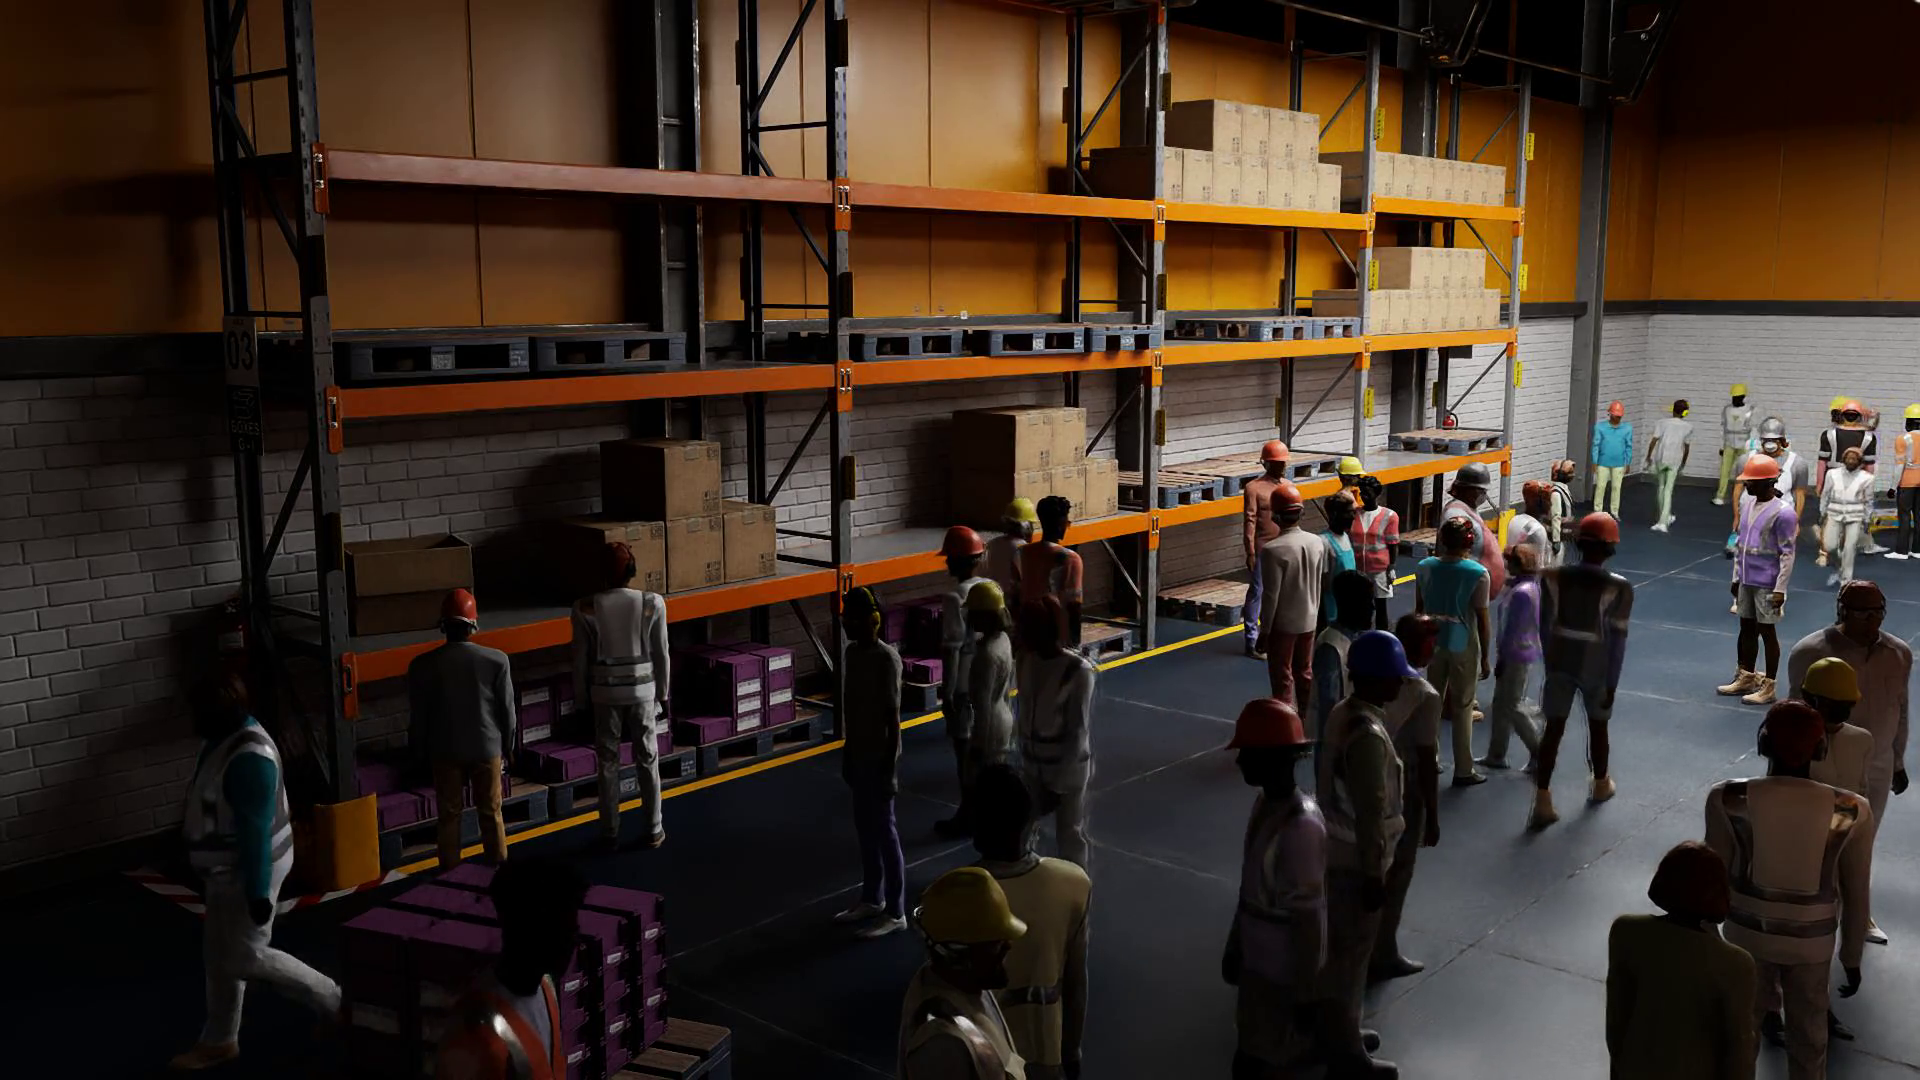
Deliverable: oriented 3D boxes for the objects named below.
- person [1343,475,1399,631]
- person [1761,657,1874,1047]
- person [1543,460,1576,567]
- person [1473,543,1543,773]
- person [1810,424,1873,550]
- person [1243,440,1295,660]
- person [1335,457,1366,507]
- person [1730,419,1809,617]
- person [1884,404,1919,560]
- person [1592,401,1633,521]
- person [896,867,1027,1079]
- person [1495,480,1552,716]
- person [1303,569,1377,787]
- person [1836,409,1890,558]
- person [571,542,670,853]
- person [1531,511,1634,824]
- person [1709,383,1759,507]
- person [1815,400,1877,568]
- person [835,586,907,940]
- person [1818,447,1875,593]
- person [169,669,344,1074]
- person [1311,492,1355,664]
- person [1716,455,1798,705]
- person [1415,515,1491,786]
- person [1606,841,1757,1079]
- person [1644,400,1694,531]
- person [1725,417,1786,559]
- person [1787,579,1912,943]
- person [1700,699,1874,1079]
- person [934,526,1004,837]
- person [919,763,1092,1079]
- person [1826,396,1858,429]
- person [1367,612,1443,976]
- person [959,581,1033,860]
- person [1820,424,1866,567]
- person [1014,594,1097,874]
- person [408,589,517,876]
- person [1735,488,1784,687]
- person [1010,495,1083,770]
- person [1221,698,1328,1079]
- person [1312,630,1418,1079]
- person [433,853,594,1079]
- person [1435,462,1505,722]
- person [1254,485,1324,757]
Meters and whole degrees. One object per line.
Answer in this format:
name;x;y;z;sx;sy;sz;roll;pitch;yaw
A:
person;3.700;0.254;15.071;0.537;1.694;0.320;5;10;31
person;3.859;1.392;7.487;0.525;1.769;0.315;-2;9;-13
person;6.062;0.000;16.866;0.310;1.638;0.522;4;10;25
person;3.904;0.829;11.608;0.544;1.620;0.557;3;9;19
person;11.320;-0.706;21.295;0.598;1.672;0.553;5;10;31
person;2.836;0.085;15.175;0.611;1.996;0.378;-6;11;-34
person;3.693;0.088;15.891;0.314;1.769;0.523;0;9;3
person;8.271;-0.228;17.048;0.682;2.000;0.537;5;10;31
person;11.723;-0.709;20.513;0.585;1.928;0.370;-2;9;-14
person;9.329;-1.119;23.790;0.557;1.734;0.383;2;9;10
person;0.018;1.798;4.648;0.404;1.833;0.588;0;9;0
person;4.483;0.453;13.199;0.355;1.876;0.573;0;9;-1
person;2.026;1.096;8.901;0.375;1.917;0.597;4;10;26
person;11.194;-0.688;20.572;0.908;1.864;0.657;1;9;9
person;-2.029;0.942;10.002;0.573;1.885;0.357;-2;9;-13
person;3.965;0.803;10.635;0.609;1.984;1.102;7;11;37
person;11.784;-1.431;25.289;0.932;1.880;0.606;-8;12;-41
person;10.596;-0.666;19.933;0.614;2.028;0.409;3;9;21
person;-0.471;1.156;8.723;0.328;1.861;0.503;-6;11;-34
person;9.742;-0.220;18.305;0.549;1.623;0.363;7;11;39
person;-3.040;1.416;7.200;0.737;1.812;0.676;-5;10;-31
person;2.832;0.555;12.622;0.343;1.847;0.507;6;11;33
person;6.470;0.321;13.513;0.392;2.036;0.615;-2;9;-11
person;3.347;0.752;11.338;0.390;1.850;0.565;-8;12;-42
person;2.341;1.779;5.441;0.273;1.627;0.502;-7;11;-38
person;9.836;-1.043;23.081;0.556;1.803;0.836;5;10;31
person;9.864;-0.630;20.499;0.519;1.788;0.901;8;12;42
person;4.607;1.146;8.619;0.651;1.907;0.409;0;9;-3
person;3.081;1.522;6.259;0.584;1.883;0.346;3;9;21
person;0.036;0.868;10.346;0.383;1.928;0.547;6;11;34
person;0.141;1.653;5.311;0.587;1.920;0.392;-4;10;-24
person;11.815;-0.972;22.244;0.527;1.910;0.616;-1;9;-3
person;2.136;1.256;8.170;0.439;1.820;0.636;-3;9;-18
person;0.150;1.093;9.537;0.369;1.733;0.488;1;9;6
person;10.625;-0.545;20.009;0.519;1.755;0.357;3;9;16
person;0.417;1.196;8.437;0.662;1.858;0.568;-8;12;-43
person;-2.731;1.136;9.167;0.563;1.752;0.327;-2;9;-15
person;6.815;0.392;14.156;0.317;1.695;0.540;3;9;17
person;0.616;0.659;11.565;0.608;1.966;0.370;8;12;43
person;1.134;1.532;6.102;0.404;1.912;0.577;-1;9;-5
person;1.740;1.344;7.207;0.405;1.946;0.609;0;9;3
person;-1.371;1.777;4.506;0.791;1.921;0.638;1;9;3
person;4.006;0.384;13.099;0.536;2.000;0.672;2;9;14
person;2.329;0.600;11.863;0.613;1.991;0.391;-7;11;-38
